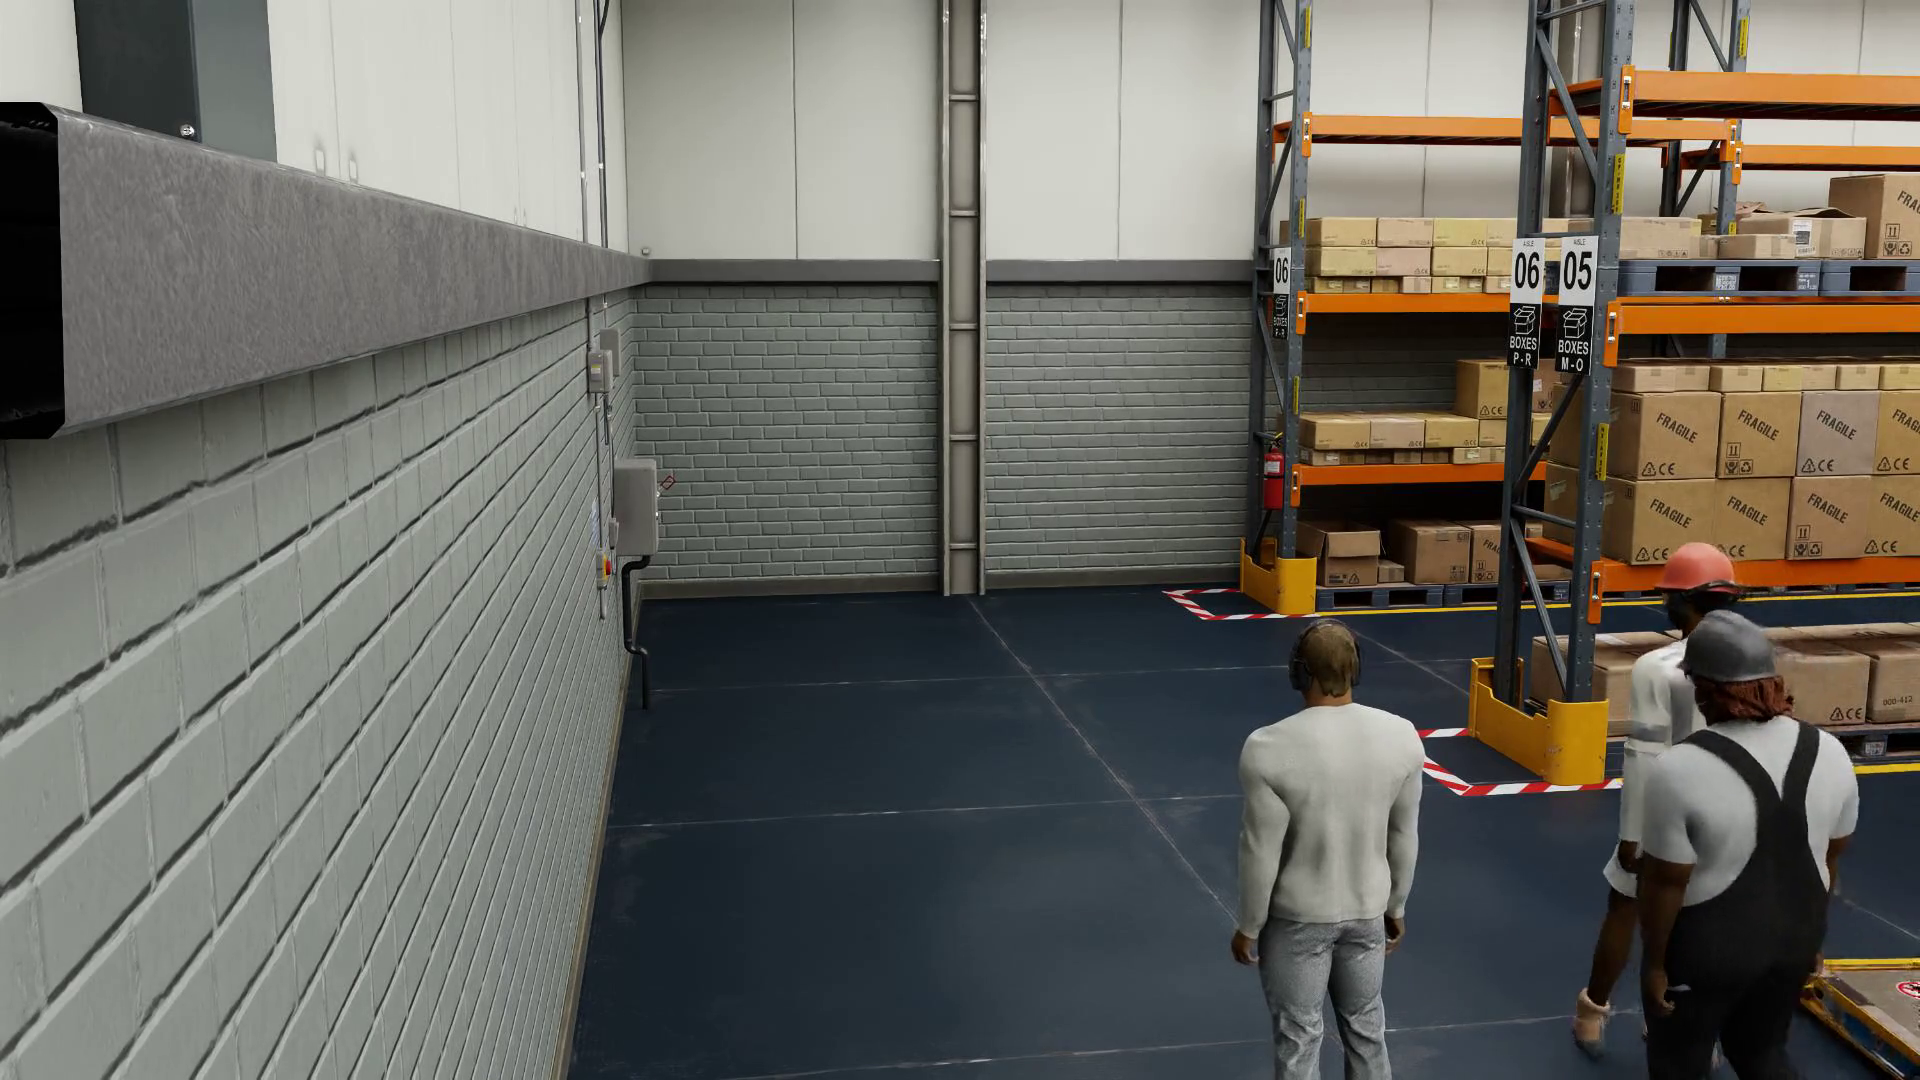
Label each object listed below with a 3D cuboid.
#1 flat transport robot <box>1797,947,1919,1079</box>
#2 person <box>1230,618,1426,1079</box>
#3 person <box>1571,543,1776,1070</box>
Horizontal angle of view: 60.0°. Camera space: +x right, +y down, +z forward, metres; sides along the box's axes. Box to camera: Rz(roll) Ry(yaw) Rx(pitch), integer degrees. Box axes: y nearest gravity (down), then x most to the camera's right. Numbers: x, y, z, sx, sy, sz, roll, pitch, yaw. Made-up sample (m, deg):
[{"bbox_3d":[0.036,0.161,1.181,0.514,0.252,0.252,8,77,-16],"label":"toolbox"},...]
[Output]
[{"bbox_3d":[3.759,1.888,6.292,0.652,0.197,1.431,0,9,-2],"label":"flat transport robot"},{"bbox_3d":[1.170,1.207,5.370,0.627,1.938,0.371,-2,10,-14],"label":"person"},{"bbox_3d":[2.714,1.008,6.339,0.630,2.023,0.534,-2,9,-12],"label":"person"}]
